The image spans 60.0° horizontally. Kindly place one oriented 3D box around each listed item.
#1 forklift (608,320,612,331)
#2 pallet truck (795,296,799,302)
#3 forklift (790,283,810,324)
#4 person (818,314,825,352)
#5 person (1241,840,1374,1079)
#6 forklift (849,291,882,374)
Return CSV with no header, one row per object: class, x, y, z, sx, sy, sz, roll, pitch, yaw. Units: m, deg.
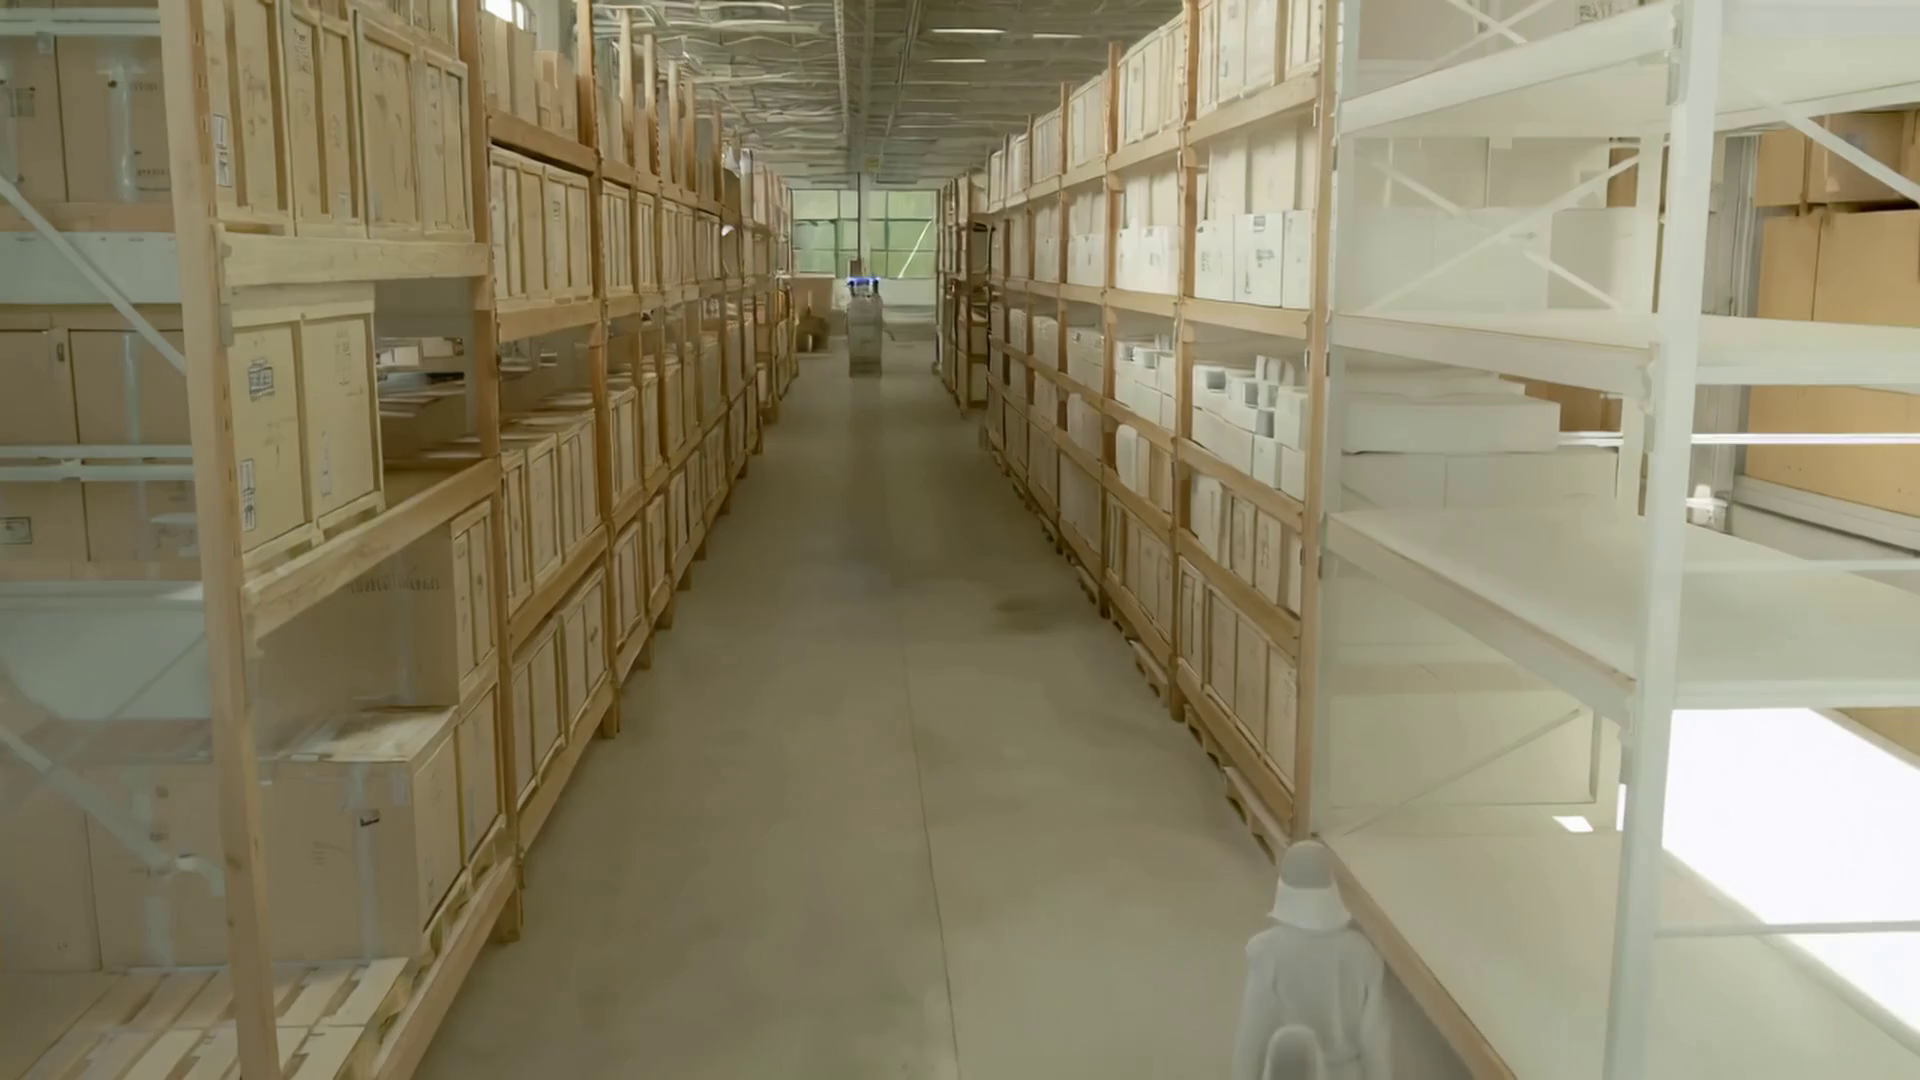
forklift,-13.457,-8.353,64.366,1.873,2.768,1.129,-1,10,-3
pallet truck,-8.622,-12.439,91.403,1.885,1.965,0.823,2,10,13
forklift,-7.679,-10.901,79.582,1.129,2.768,1.873,-6,11,-30
person,-6.025,-8.790,70.714,0.532,1.627,0.522,3,10,17
person,1.267,1.960,6.155,0.490,1.741,0.322,-1,10,-4
forklift,-3.263,-7.134,57.080,1.129,2.768,1.873,-1,10,-3
